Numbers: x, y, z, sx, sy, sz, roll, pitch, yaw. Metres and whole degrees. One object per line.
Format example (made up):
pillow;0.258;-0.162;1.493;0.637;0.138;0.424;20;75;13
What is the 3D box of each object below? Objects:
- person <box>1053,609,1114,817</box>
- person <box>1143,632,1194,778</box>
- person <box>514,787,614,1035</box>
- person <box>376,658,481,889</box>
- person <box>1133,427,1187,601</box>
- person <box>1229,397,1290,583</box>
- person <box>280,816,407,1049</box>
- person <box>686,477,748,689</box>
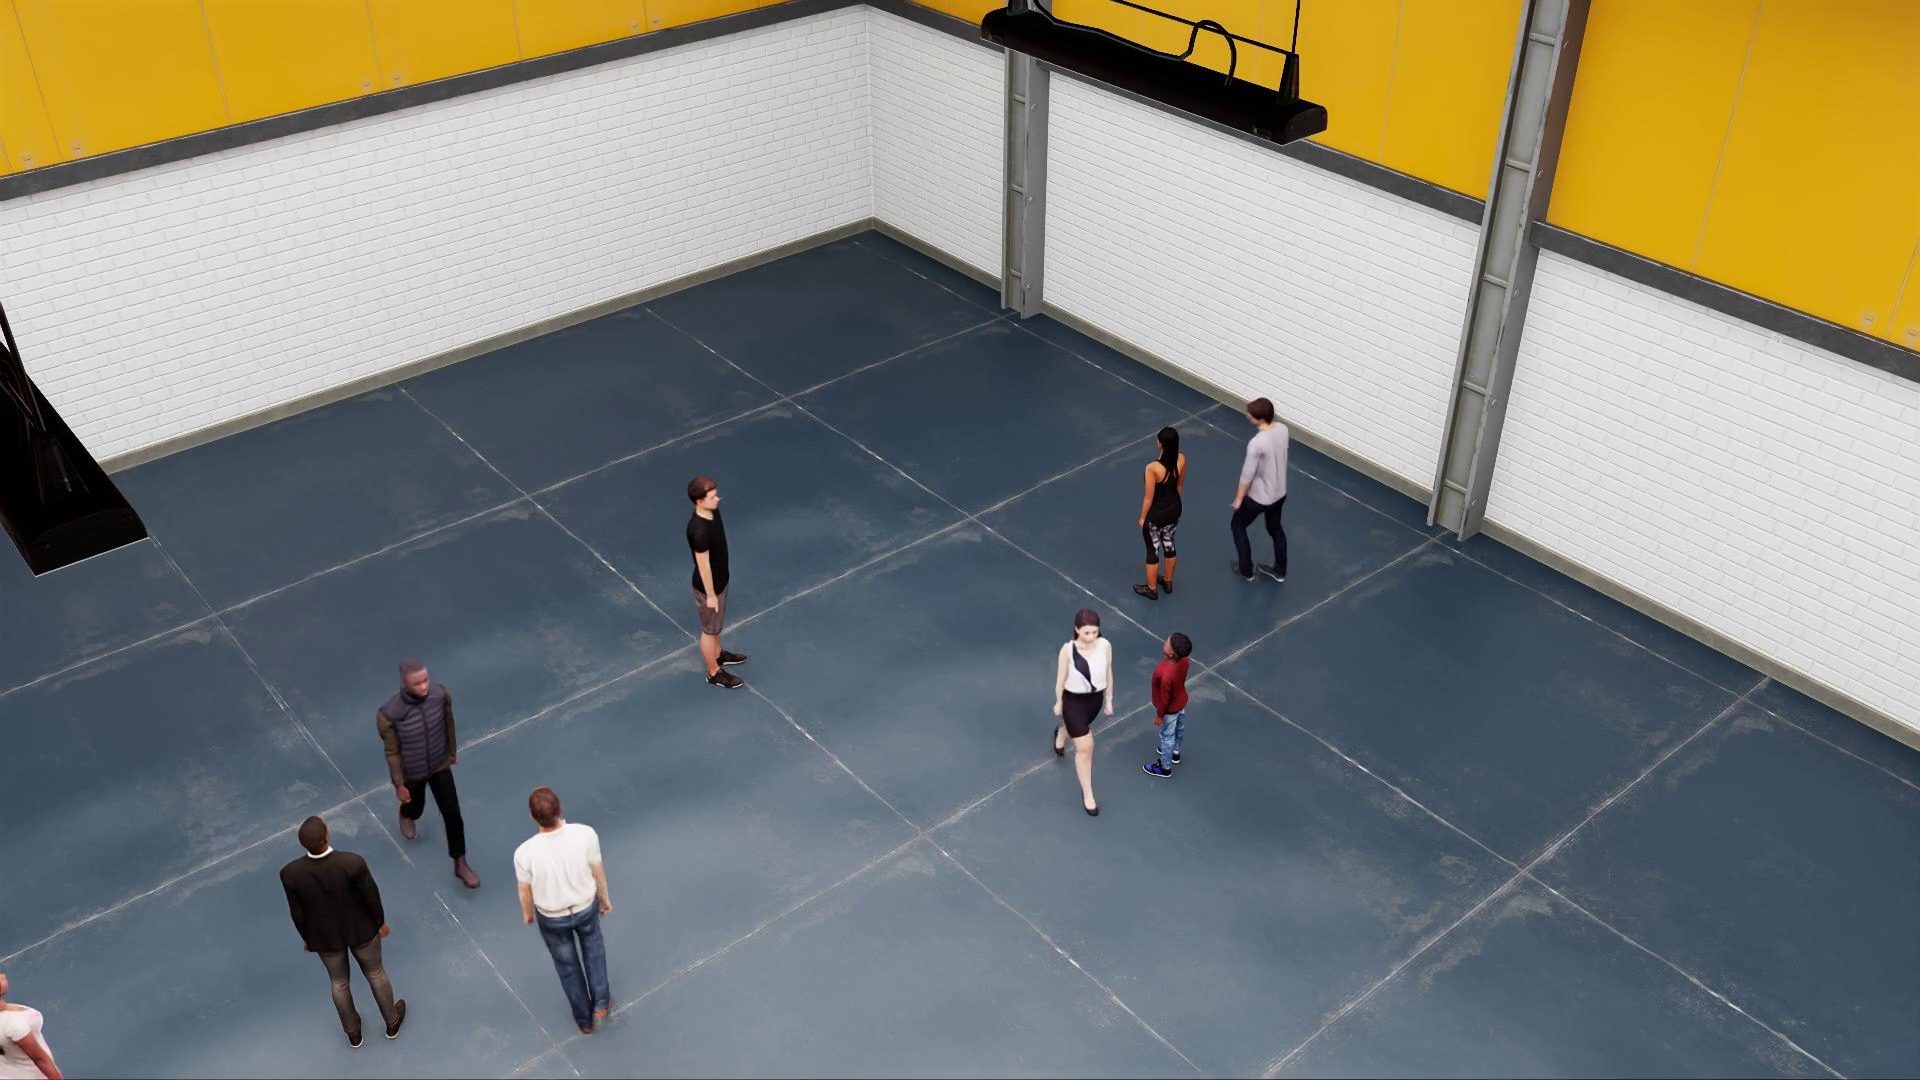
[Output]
person;0.858;1.140;12.029;0.800;1.612;1.131;-12;35;-18
person;1.565;1.195;12.268;0.570;1.256;0.560;19;38;27
person;-2.344;2.315;10.057;0.739;1.839;0.725;-18;37;-24
person;-3.690;1.519;11.289;0.687;1.800;1.143;-21;39;-28
person;1.709;-0.245;14.069;0.598;1.661;0.521;-21;39;-29
person;2.611;-0.367;14.115;0.654;1.813;0.631;-19;38;-26
person;-3.715;2.356;10.030;0.739;1.800;0.719;-8;34;-12
person;-1.963;0.300;13.068;0.821;1.862;0.744;0;34;0
